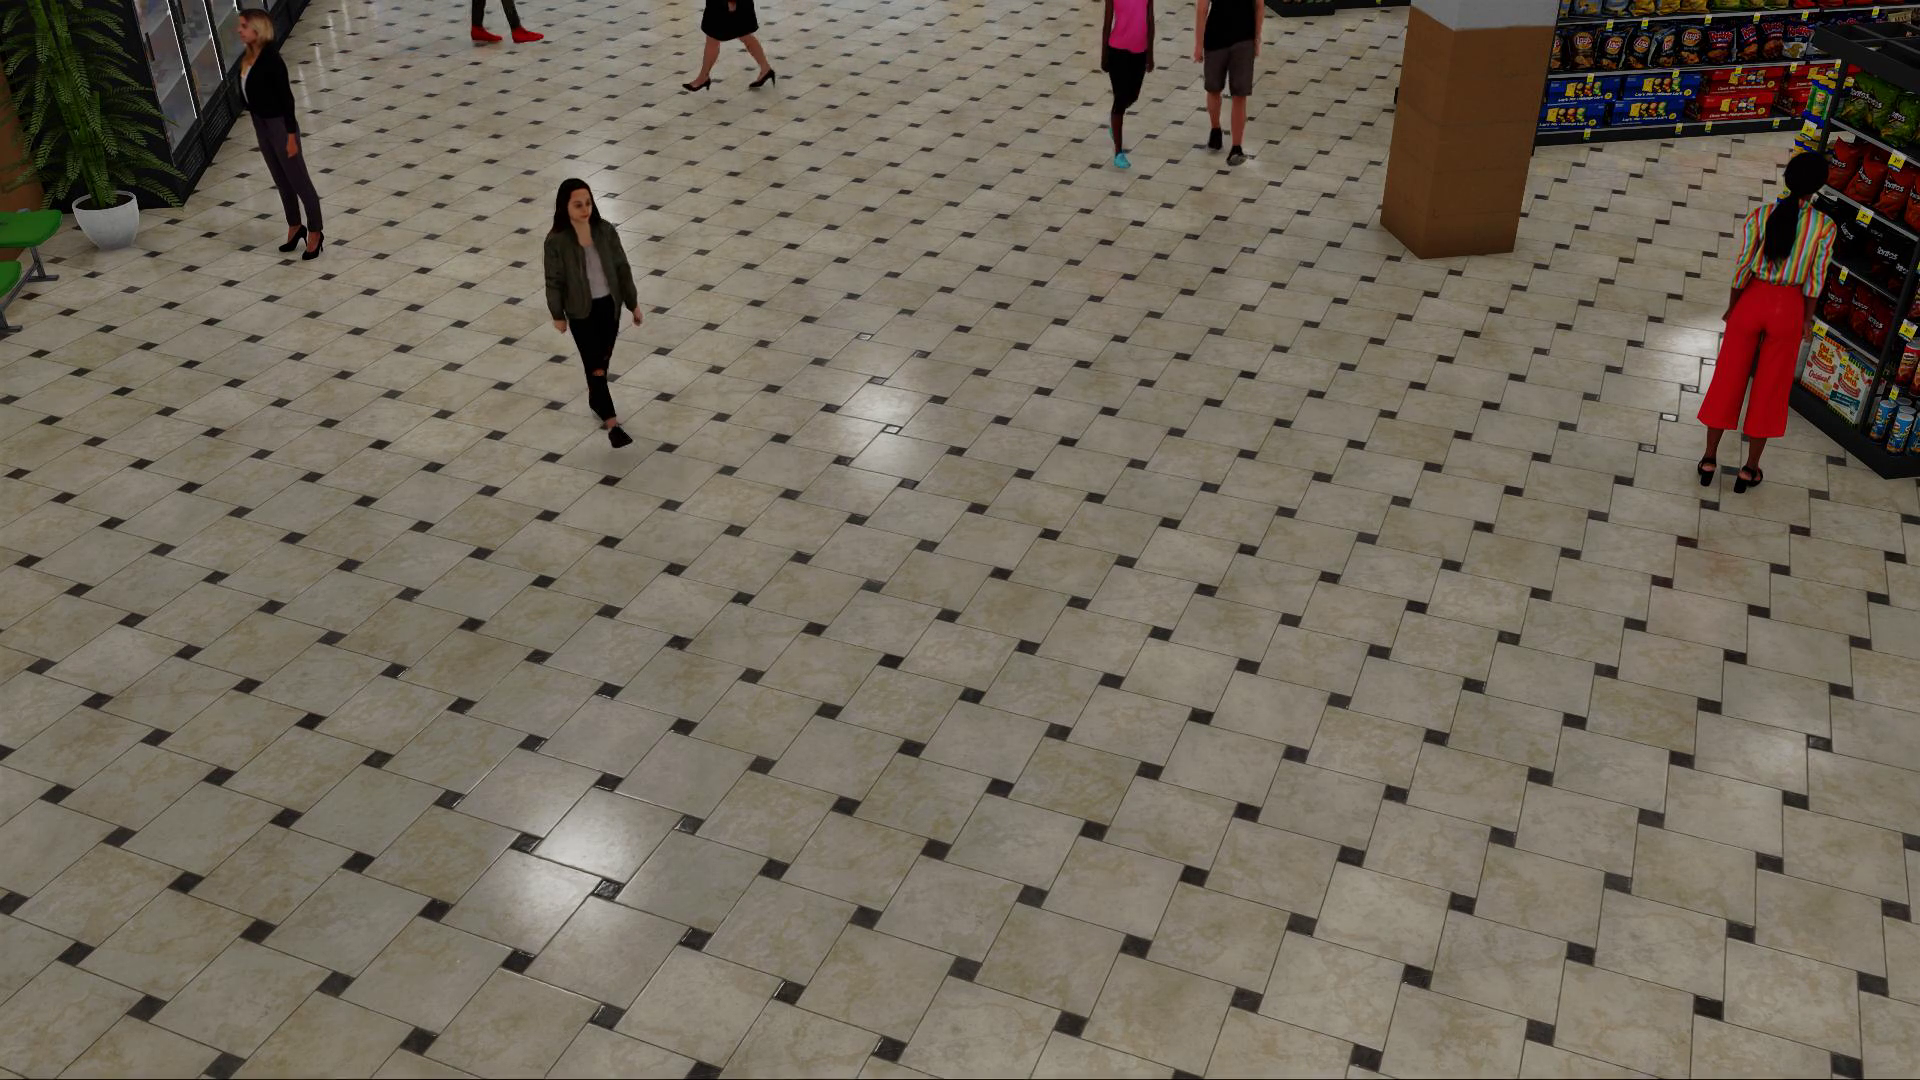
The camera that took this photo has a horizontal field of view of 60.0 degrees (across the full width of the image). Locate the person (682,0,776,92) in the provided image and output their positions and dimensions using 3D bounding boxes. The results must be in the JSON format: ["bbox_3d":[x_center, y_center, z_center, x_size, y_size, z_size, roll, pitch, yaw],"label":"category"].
[{"bbox_3d":[-1.913,-4.643,14.261,1.087,1.630,0.814,0,32,-1],"label":"person"}]

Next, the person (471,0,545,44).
[{"bbox_3d":[-4.534,-5.537,15.560,0.995,1.775,0.757,-2,32,-3],"label":"person"}]

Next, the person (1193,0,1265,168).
[{"bbox_3d":[2.062,-3.849,12.813,1.198,1.811,0.951,2,32,4],"label":"person"}]

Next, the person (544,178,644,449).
[{"bbox_3d":[-2.012,-1.254,8.997,0.989,1.436,0.907,-21,37,-30],"label":"person"}]

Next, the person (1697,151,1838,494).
[{"bbox_3d":[4.061,-1.087,8.392,0.671,1.792,0.743,18,36,26],"label":"person"}]

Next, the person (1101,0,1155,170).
[{"bbox_3d":[1.271,-3.767,12.790,1.009,1.696,0.628,-7,33,-11],"label":"person"}]

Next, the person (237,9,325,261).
[{"bbox_3d":[-4.535,-2.704,11.106,0.675,1.672,0.718,24,39,33],"label":"person"}]
